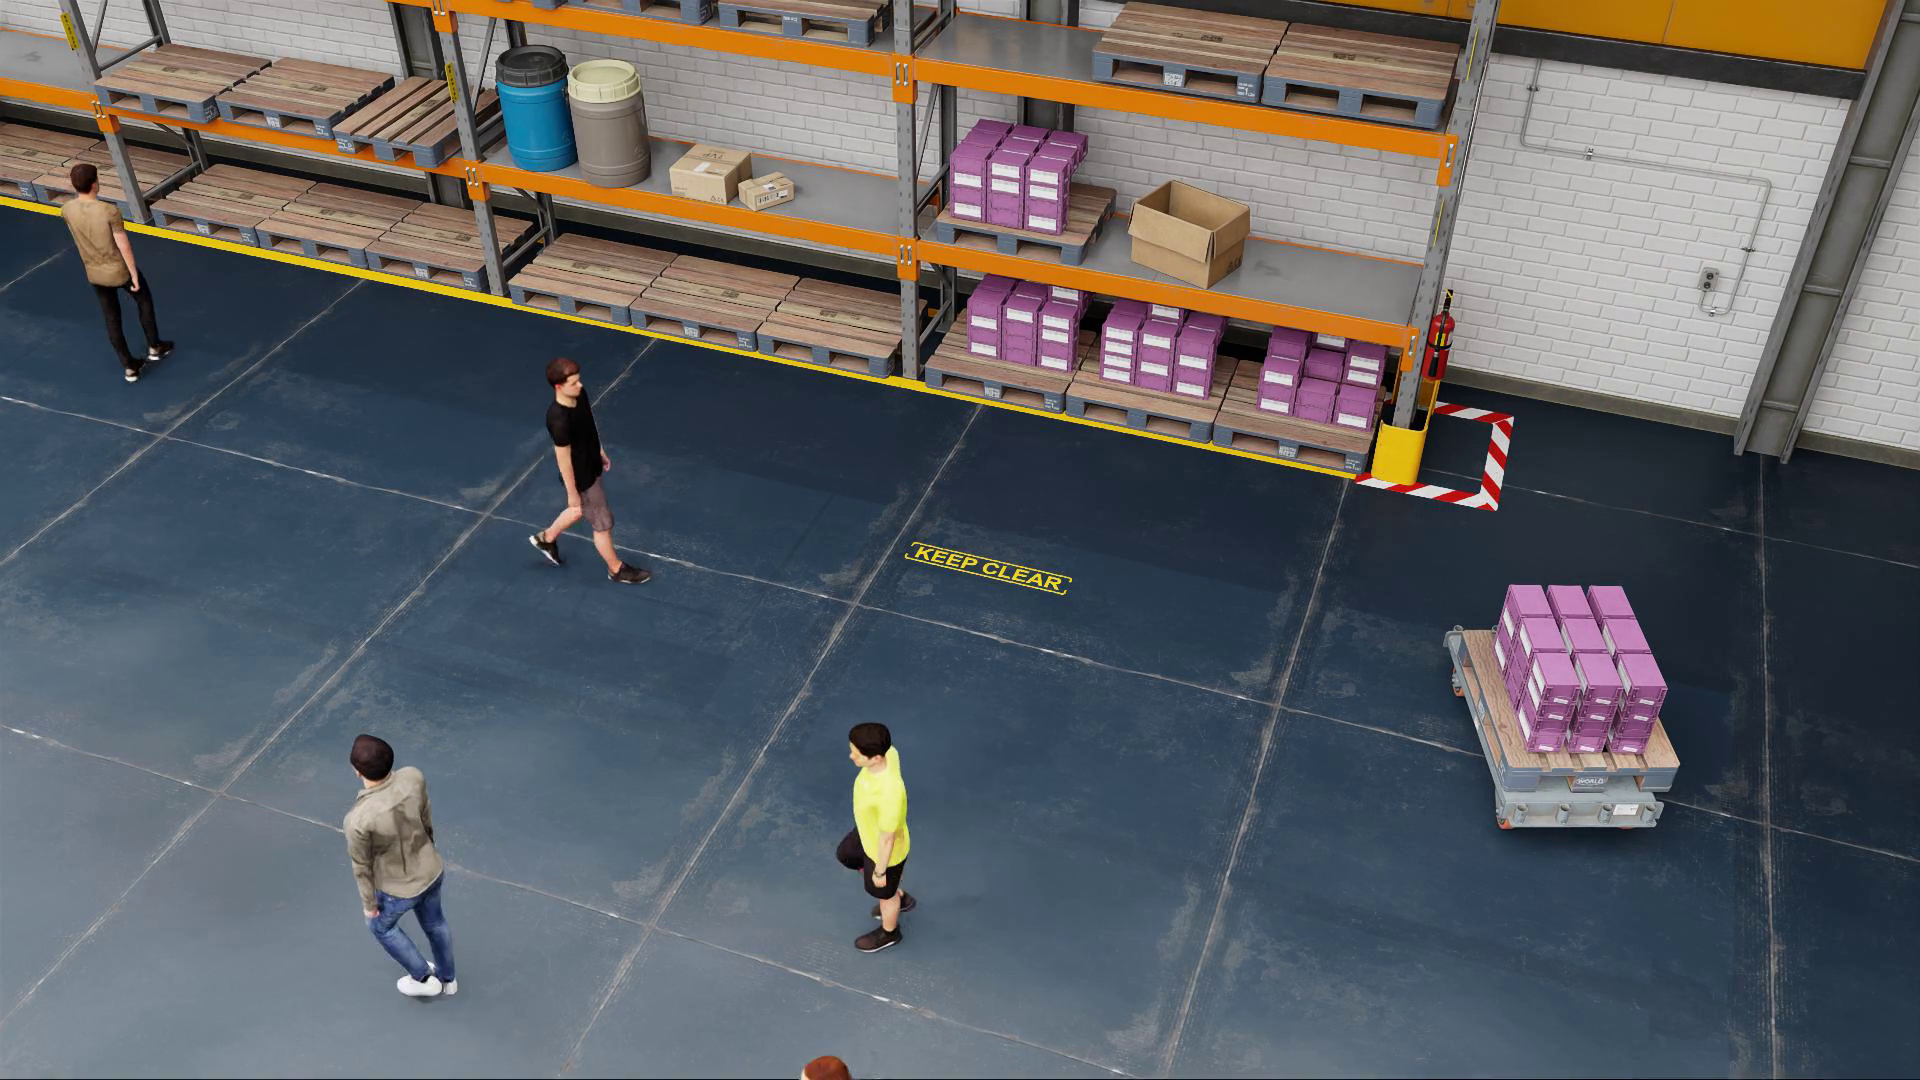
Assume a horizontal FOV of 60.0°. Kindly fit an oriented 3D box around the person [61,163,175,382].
[{"bbox_3d":[-6.896,-2.114,13.429,0.867,1.832,0.905,-1,39,-1],"label":"person"}]

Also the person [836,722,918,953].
[{"bbox_3d":[-0.358,1.563,8.930,0.840,1.702,0.797,-10,40,-12],"label":"person"}]

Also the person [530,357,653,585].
[{"bbox_3d":[-2.652,-0.476,11.369,1.180,1.844,0.890,2,39,2],"label":"person"}]

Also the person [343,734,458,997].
[{"bbox_3d":[-2.798,1.760,8.560,0.703,1.855,0.779,20,43,23],"label":"person"}]
